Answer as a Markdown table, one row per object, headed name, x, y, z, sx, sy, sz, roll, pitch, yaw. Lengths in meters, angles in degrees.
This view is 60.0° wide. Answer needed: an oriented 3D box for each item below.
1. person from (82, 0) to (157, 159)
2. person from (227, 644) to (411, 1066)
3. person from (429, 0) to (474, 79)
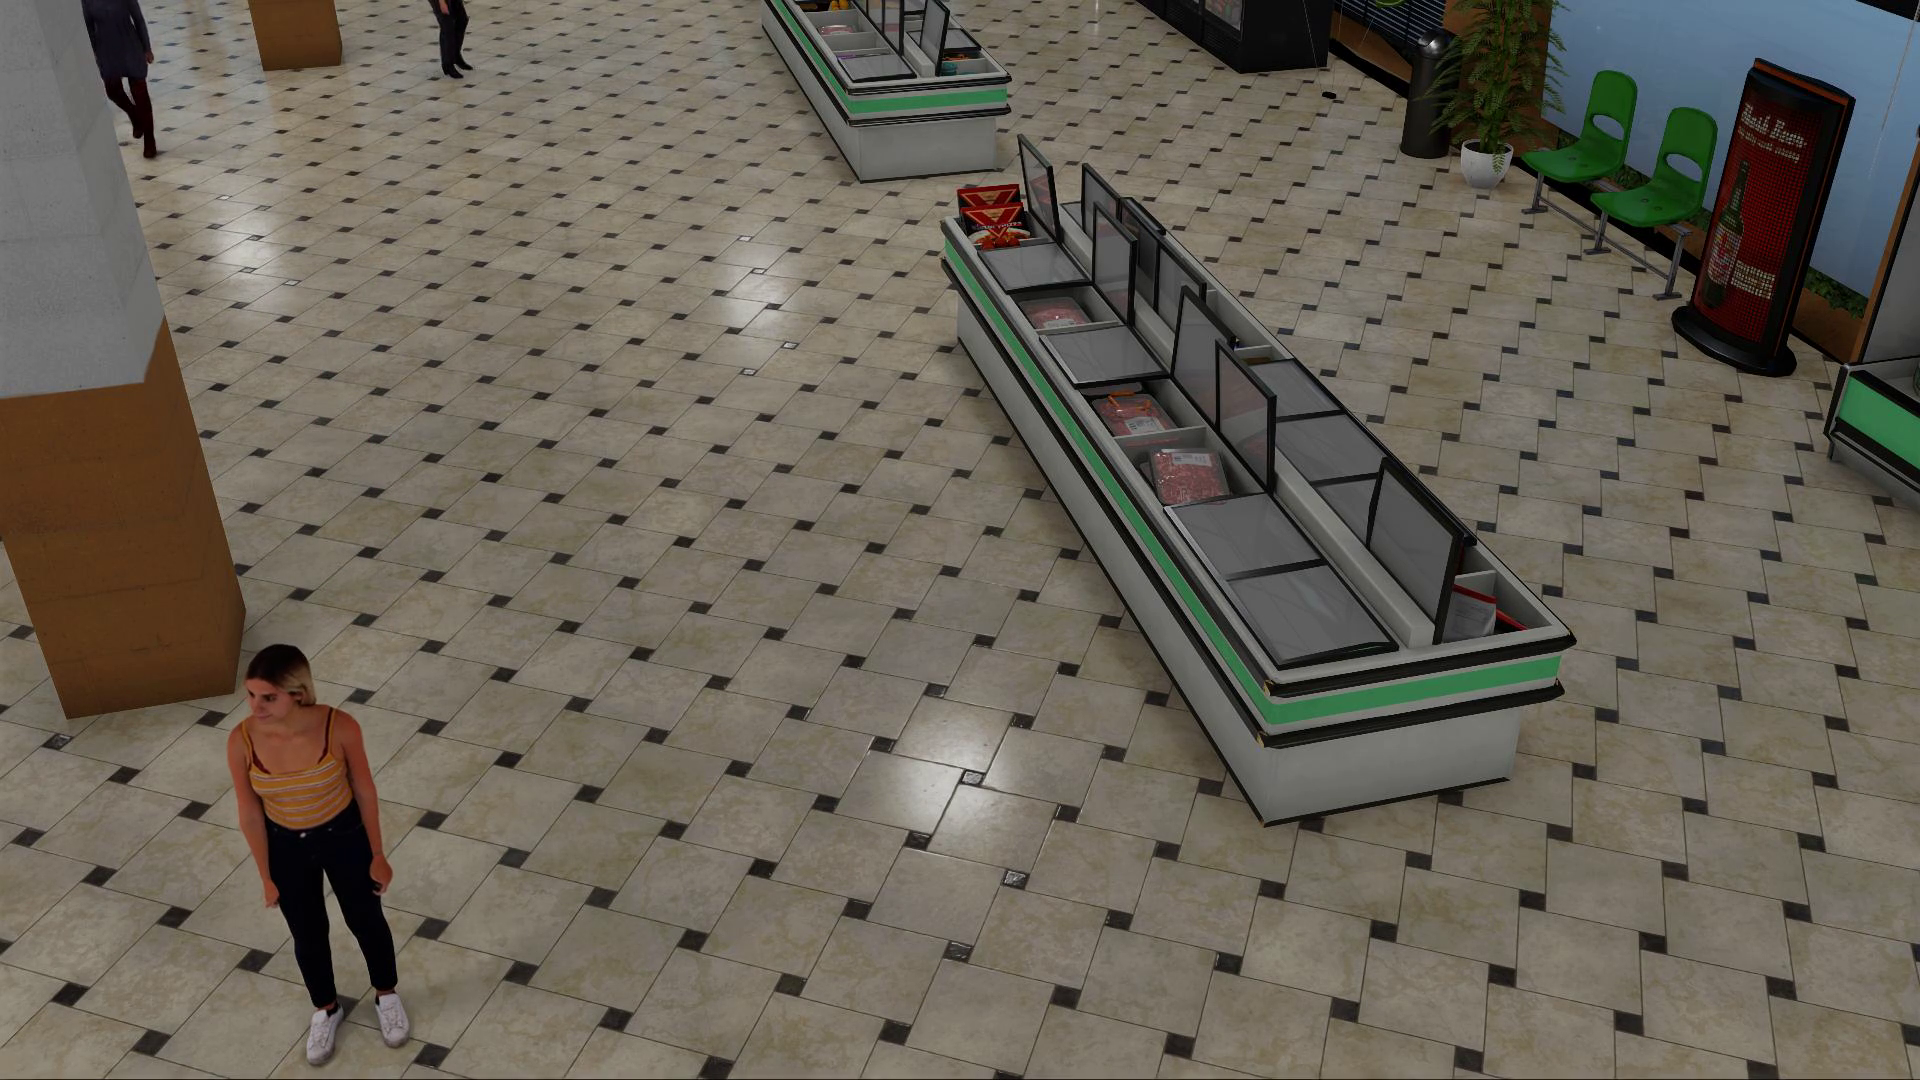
| name | x | y | z | sx | sy | sz | roll | pitch | yaw |
| --- | --- | --- | --- | --- | --- | --- | --- | --- | --- |
| person | -6.657 | -3.889 | 13.220 | 0.618 | 1.692 | 0.801 | -5 | 32 | -8 |
| person | -2.080 | 1.008 | 5.409 | 0.559 | 1.628 | 0.508 | -7 | 33 | -12 |
| person | -4.704 | -4.943 | 15.046 | 0.791 | 1.552 | 0.621 | -2 | 32 | -3 |
